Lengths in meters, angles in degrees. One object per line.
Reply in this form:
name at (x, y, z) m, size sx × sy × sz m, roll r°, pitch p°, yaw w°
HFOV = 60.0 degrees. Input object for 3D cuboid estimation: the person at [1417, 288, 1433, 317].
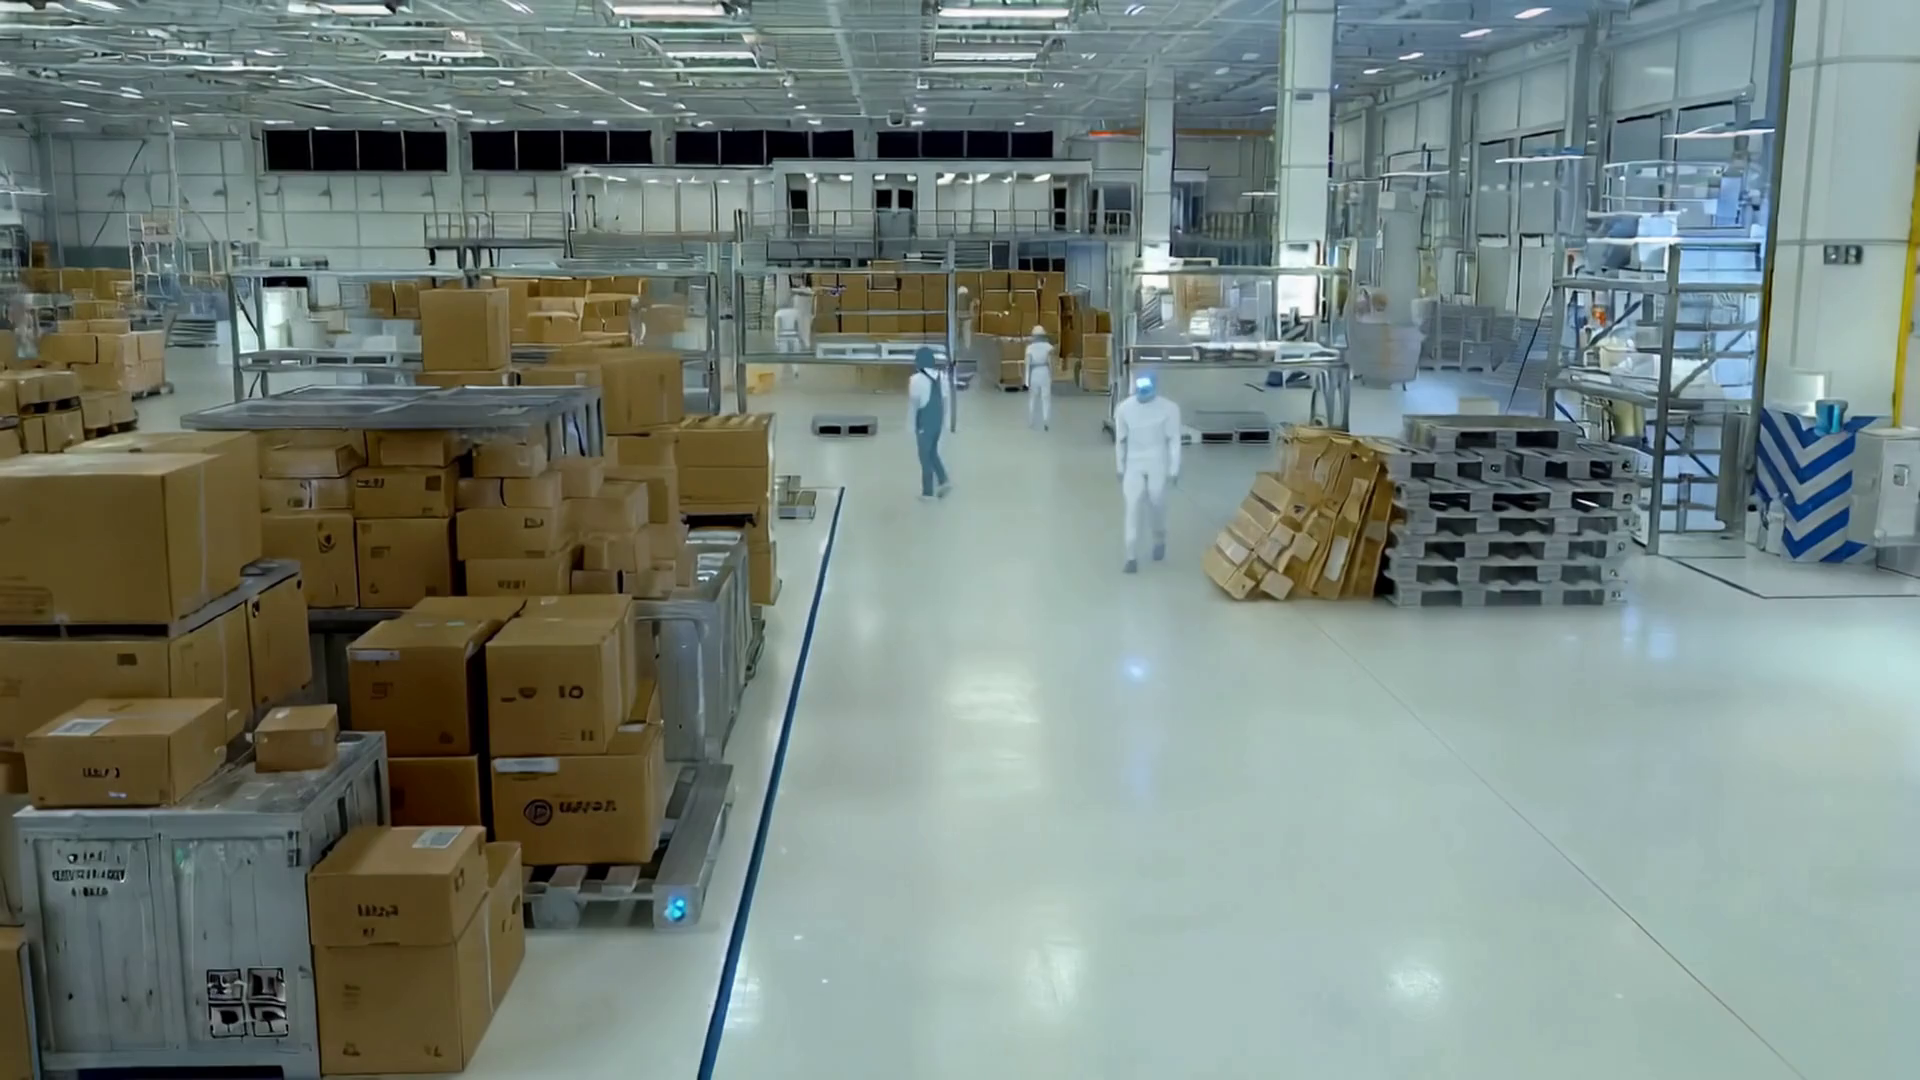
person at (12.221, -5.677, 43.530) m, size 1.066 × 1.842 × 0.595 m, roll -6°, pitch 12°, yaw -29°

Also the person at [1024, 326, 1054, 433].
person at (1.273, -2.572, 26.594) m, size 0.494 × 1.700 × 0.893 m, roll -1°, pitch 10°, yaw -5°

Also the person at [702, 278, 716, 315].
person at (-7.812, -7.316, 52.499) m, size 0.598 × 1.890 × 0.906 m, roll -10°, pitch 14°, yaw -43°

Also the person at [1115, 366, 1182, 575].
person at (1.763, -0.680, 15.517) m, size 0.641 × 1.905 × 0.972 m, roll 3°, pitch 11°, yaw 18°

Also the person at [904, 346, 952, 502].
person at (-0.370, -1.352, 19.450) m, size 0.553 × 1.825 × 0.390 m, roll -10°, pitch 14°, yaw -43°

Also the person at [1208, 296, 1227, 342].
person at (6.418, -5.236, 41.448) m, size 0.537 × 1.695 × 0.321 m, roll -3°, pitch 11°, yaw -17°

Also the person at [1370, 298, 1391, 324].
person at (9.827, -4.817, 38.998) m, size 0.520 × 1.737 × 0.825 m, roll -1°, pitch 10°, yaw -3°

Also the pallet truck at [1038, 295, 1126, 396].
pallet truck at (2.483, -3.881, 33.060) m, size 1.885 × 1.965 × 0.823 m, roll -7°, pitch 13°, yaw -36°

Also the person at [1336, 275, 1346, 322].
person at (13.072, -8.092, 56.732) m, size 0.808 × 1.913 × 0.640 m, roll 5°, pitch 11°, yaw 24°

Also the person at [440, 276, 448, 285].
person at (-15.204, -6.794, 49.223) m, size 0.616 × 2.027 × 0.767 m, roll -1°, pitch 10°, yaw -4°

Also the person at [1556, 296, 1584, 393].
person at (12.241, -3.951, 33.503) m, size 0.608 × 1.987 × 0.402 m, roll 0°, pitch 10°, yaw 0°

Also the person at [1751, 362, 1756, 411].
person at (10.487, -1.732, 21.400) m, size 0.573 × 1.885 × 0.356 m, roll 4°, pitch 11°, yaw 21°

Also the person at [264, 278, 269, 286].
person at (-24.136, -8.264, 58.138) m, size 0.551 × 1.752 × 0.376 m, roll 7°, pitch 13°, yaw 35°

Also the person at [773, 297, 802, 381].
person at (-3.759, -4.371, 36.260) m, size 0.640 × 1.830 × 0.608 m, roll -3°, pitch 11°, yaw -19°

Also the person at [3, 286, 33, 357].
person at (-23.966, -5.460, 42.122) m, size 0.646 × 1.891 × 0.877 m, roll 6°, pitch 12°, yaw 30°

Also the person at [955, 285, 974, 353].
person at (0.079, -6.035, 45.488) m, size 0.631 × 1.846 × 0.429 m, roll -4°, pitch 11°, yaw -21°

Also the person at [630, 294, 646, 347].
person at (-7.215, -4.547, 37.143) m, size 0.532 × 1.865 × 0.306 m, roll 10°, pitch 14°, yaw 44°

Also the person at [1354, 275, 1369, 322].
person at (13.791, -8.154, 57.208) m, size 0.557 × 1.886 × 1.010 m, roll -6°, pitch 12°, yaw -31°

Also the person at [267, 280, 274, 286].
person at (-20.836, -6.923, 50.360) m, size 0.615 × 1.866 × 0.467 m, roll 1°, pitch 10°, yaw 7°

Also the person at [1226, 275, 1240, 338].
person at (8.674, -7.407, 52.756) m, size 0.394 × 1.990 × 0.624 m, roll 2°, pitch 10°, yaw 12°

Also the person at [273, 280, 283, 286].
person at (-18.795, -6.243, 46.101) m, size 0.827 × 2.000 × 0.700 m, roll -7°, pitch 12°, yaw -33°

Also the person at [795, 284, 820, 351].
person at (-4.276, -6.198, 46.341) m, size 0.631 × 1.883 × 1.075 m, roll -7°, pitch 12°, yaw -33°
